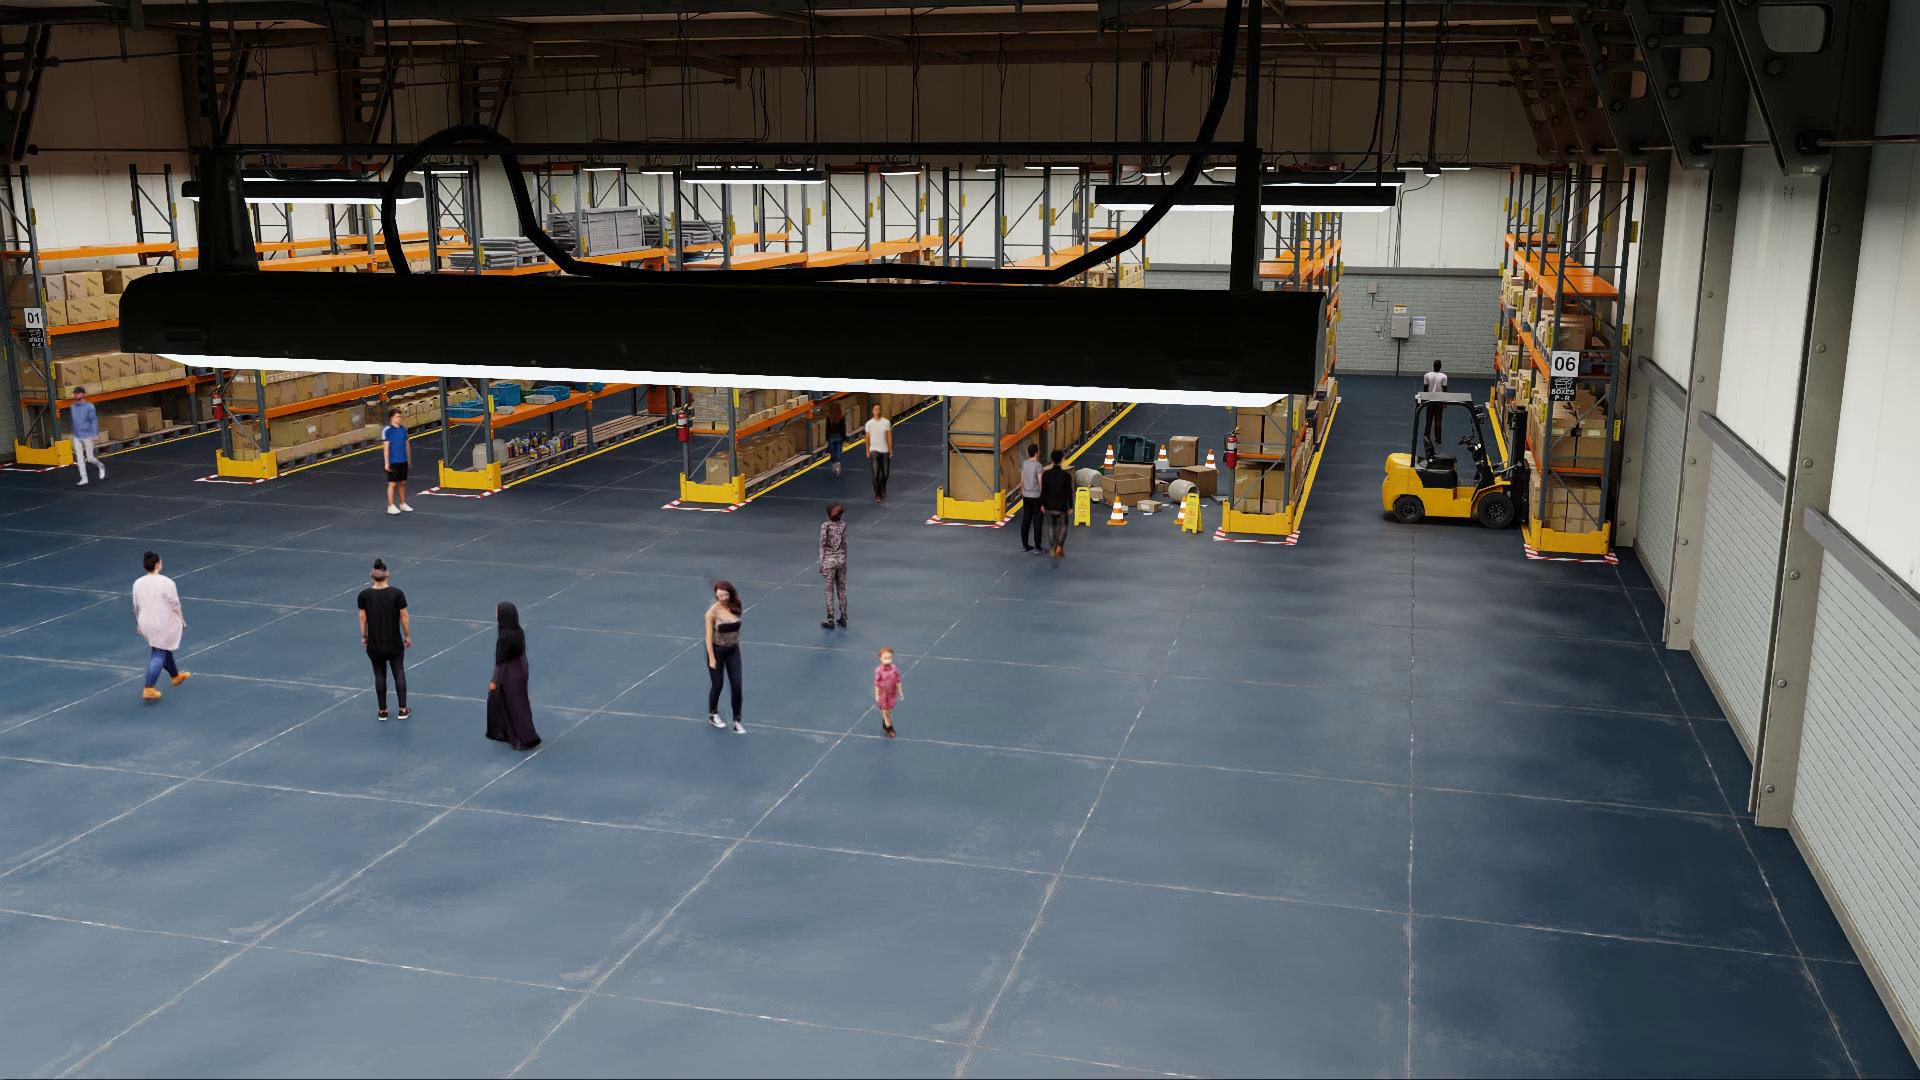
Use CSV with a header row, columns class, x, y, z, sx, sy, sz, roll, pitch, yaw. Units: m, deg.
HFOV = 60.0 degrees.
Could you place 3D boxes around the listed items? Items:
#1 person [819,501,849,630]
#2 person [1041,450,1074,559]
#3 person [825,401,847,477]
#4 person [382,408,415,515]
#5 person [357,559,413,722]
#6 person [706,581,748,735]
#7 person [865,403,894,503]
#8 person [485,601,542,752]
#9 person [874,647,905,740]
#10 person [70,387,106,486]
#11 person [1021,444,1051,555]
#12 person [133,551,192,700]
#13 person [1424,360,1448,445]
class,x,y,z,sx,sy,sz,roll,pitch,yaw
person,-1.681,0.322,22.250,0.651,1.715,0.727,-10,16,-36
person,1.501,-0.542,25.984,0.671,1.714,0.652,3,13,14
person,-2.448,-1.996,32.836,0.763,1.454,1.046,0,13,-2
person,-9.971,-1.408,29.388,0.796,1.865,0.632,9,16,34
person,-6.423,1.093,18.594,0.775,1.862,0.756,-3,13,-11
person,-2.613,1.259,18.181,0.992,1.724,1.025,-11,17,-39
person,-1.467,-1.622,30.500,0.916,1.779,1.193,-1,13,-6
person,-4.668,1.440,17.657,0.807,1.608,0.858,-1,13,-3
person,-0.793,1.646,18.115,0.667,1.000,0.777,-5,14,-20
person,-16.815,-2.015,31.990,0.726,1.873,0.961,2,13,8
person,1.166,-0.673,26.458,0.713,1.755,0.705,-12,18,-43
person,-9.340,1.017,19.274,0.674,1.703,1.092,4,14,15
person,10.429,-3.046,36.528,0.709,1.834,0.605,7,15,28
